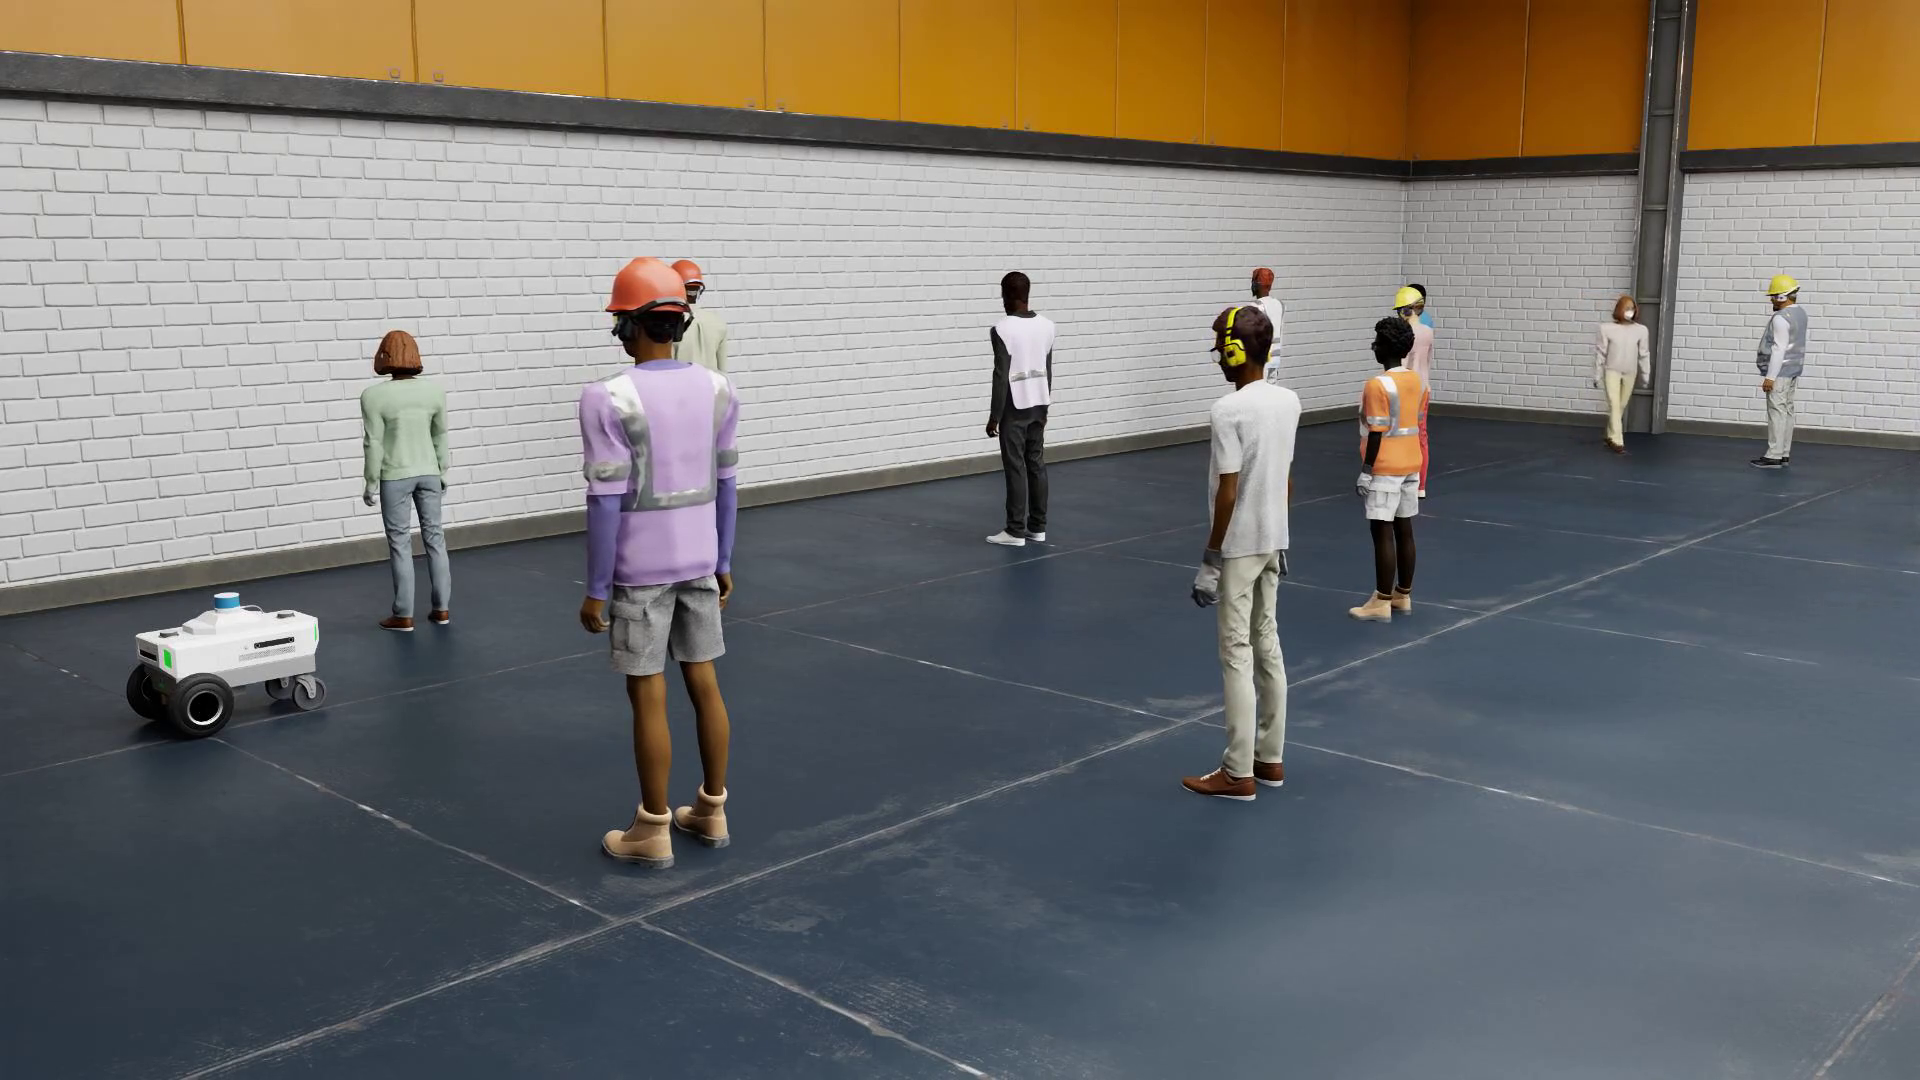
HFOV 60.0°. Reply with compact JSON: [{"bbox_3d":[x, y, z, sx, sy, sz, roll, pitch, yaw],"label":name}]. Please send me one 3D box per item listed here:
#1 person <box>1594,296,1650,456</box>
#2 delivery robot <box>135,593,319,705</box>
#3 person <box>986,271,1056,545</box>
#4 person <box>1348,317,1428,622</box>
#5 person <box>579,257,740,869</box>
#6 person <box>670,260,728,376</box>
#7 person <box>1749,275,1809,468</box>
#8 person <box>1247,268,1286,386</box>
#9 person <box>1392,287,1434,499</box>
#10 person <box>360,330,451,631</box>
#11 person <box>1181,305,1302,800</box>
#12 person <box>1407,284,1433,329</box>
[{"bbox_3d":[6.720,-1.681,16.923,0.510,1.596,0.852,0,10,1],"label":"person"},{"bbox_3d":[-3.215,0.476,7.334,0.477,0.478,0.707,9,14,42],"label":"delivery robot"},{"bbox_3d":[0.426,-0.915,11.652,0.393,1.915,0.589,9,13,42],"label":"person"},{"bbox_3d":[2.392,-0.390,9.282,0.319,1.696,0.532,9,13,42],"label":"person"},{"bbox_3d":[-1.019,0.083,5.603,0.375,2.044,0.605,9,13,42],"label":"person"},{"bbox_3d":[-1.843,-0.900,11.337,0.377,1.995,0.608,9,13,42],"label":"person"},{"bbox_3d":[7.754,-1.588,15.745,0.403,1.823,0.586,9,13,42],"label":"person"},{"bbox_3d":[2.920,-1.689,16.151,0.356,1.883,0.573,9,13,42],"label":"person"},{"bbox_3d":[3.669,-1.183,13.623,0.321,1.761,0.522,9,13,42],"label":"person"},{"bbox_3d":[-3.012,-0.320,9.064,0.283,1.633,0.497,9,13,42],"label":"person"},{"bbox_3d":[1.067,0.053,6.289,0.329,1.865,0.510,9,13,42],"label":"person"},{"bbox_3d":[4.855,-1.892,17.835,0.319,1.696,0.532,9,13,42],"label":"person"}]
